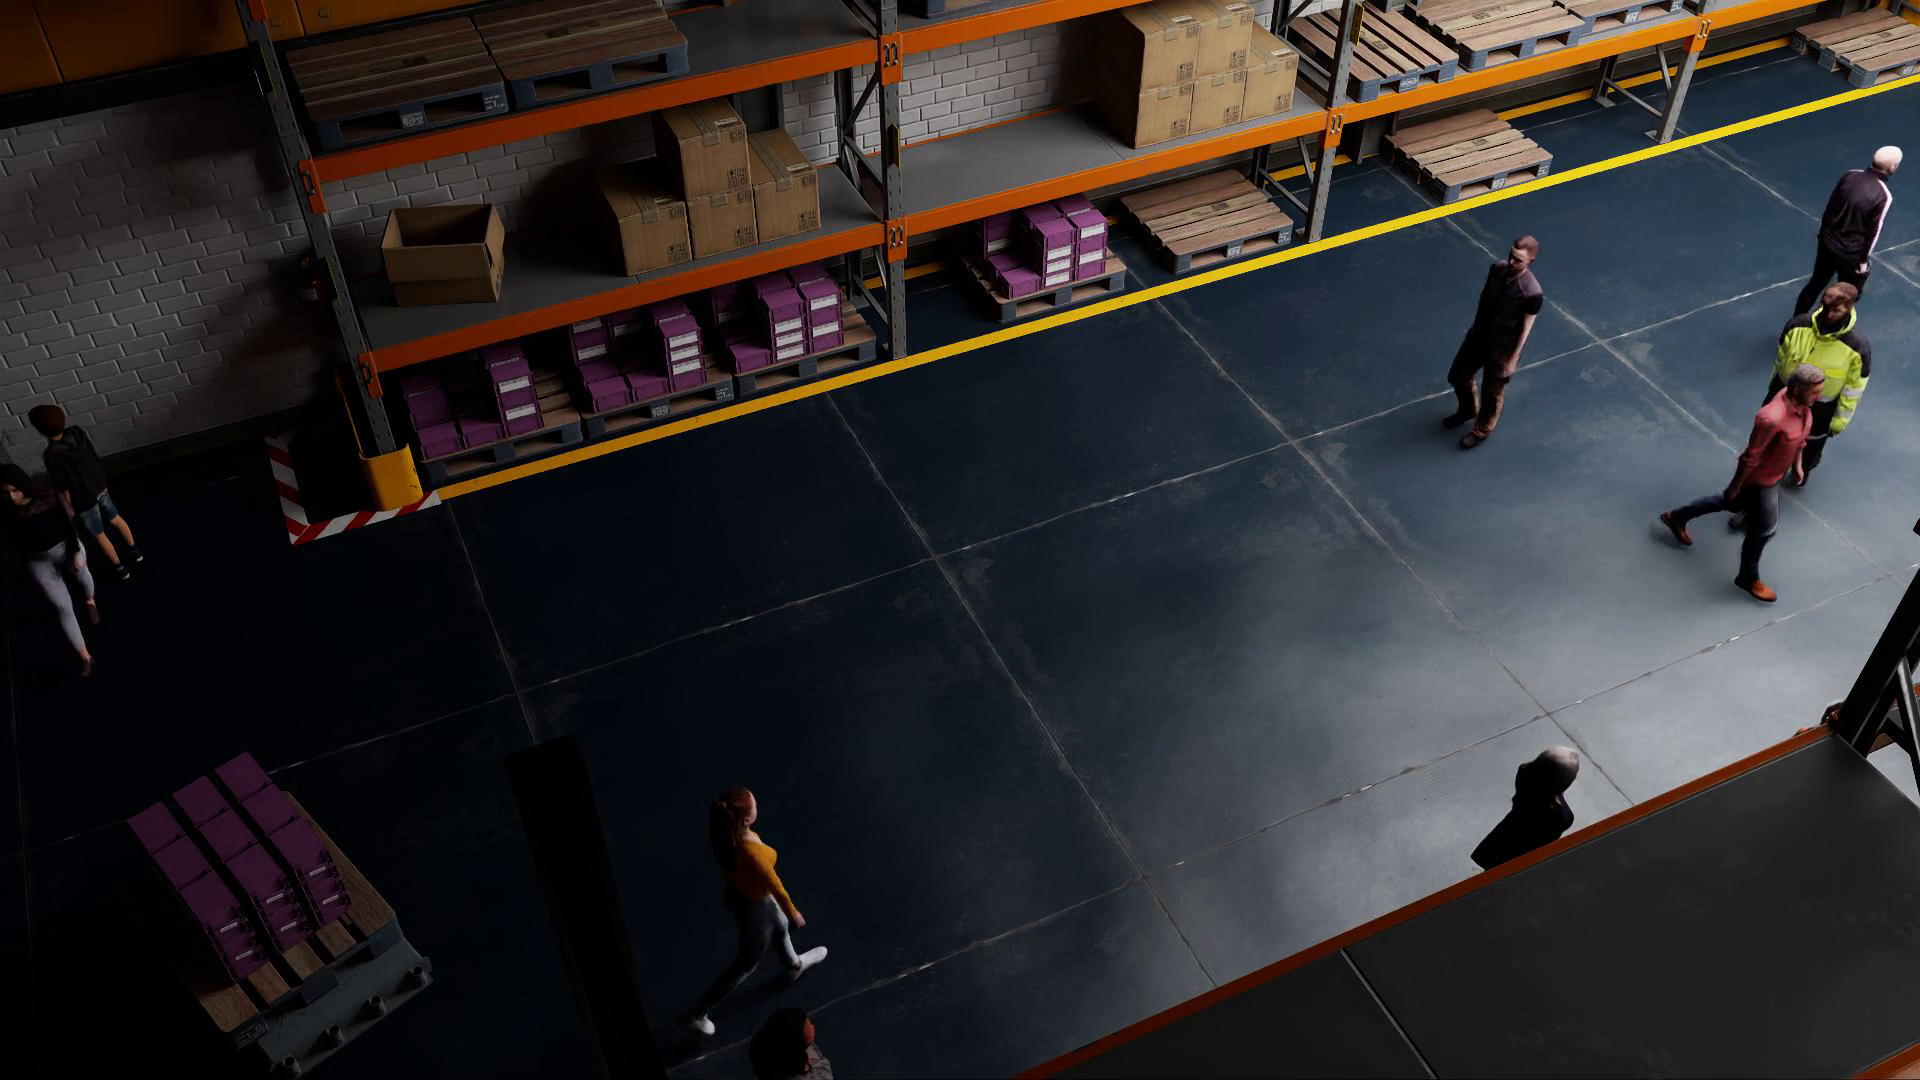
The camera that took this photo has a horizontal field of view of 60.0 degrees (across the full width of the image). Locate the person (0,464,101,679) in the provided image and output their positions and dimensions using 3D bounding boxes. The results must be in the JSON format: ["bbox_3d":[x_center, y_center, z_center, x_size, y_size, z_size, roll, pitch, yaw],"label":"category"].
[{"bbox_3d":[-5.848,0.070,10.742,0.970,1.555,0.684,-15,46,-15],"label":"person"}]

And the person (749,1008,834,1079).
[{"bbox_3d":[-0.895,2.752,7.908,0.948,1.580,0.717,-26,50,-25],"label":"person"}]

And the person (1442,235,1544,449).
[{"bbox_3d":[4.004,-1.483,12.174,0.614,1.828,0.694,-20,47,-20],"label":"person"}]

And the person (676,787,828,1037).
[{"bbox_3d":[-1.151,1.959,8.644,1.216,1.715,0.760,-26,49,-24],"label":"person"}]

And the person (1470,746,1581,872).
[{"bbox_3d":[3.016,1.684,8.912,0.627,1.743,0.648,-9,44,-9],"label":"person"}]

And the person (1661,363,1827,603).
[{"bbox_3d":[5.287,-0.494,11.161,1.052,1.794,1.213,32,52,29],"label":"person"}]

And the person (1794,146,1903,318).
[{"bbox_3d":[6.804,-2.225,12.961,0.727,1.816,0.727,-14,45,-15],"label":"person"}]

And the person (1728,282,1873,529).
[{"bbox_3d":[5.939,-0.999,11.589,1.130,1.936,1.378,30,51,28],"label":"person"}]

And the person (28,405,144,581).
[{"bbox_3d":[-5.922,-0.331,11.243,0.662,1.446,0.616,10,44,10],"label":"person"}]
